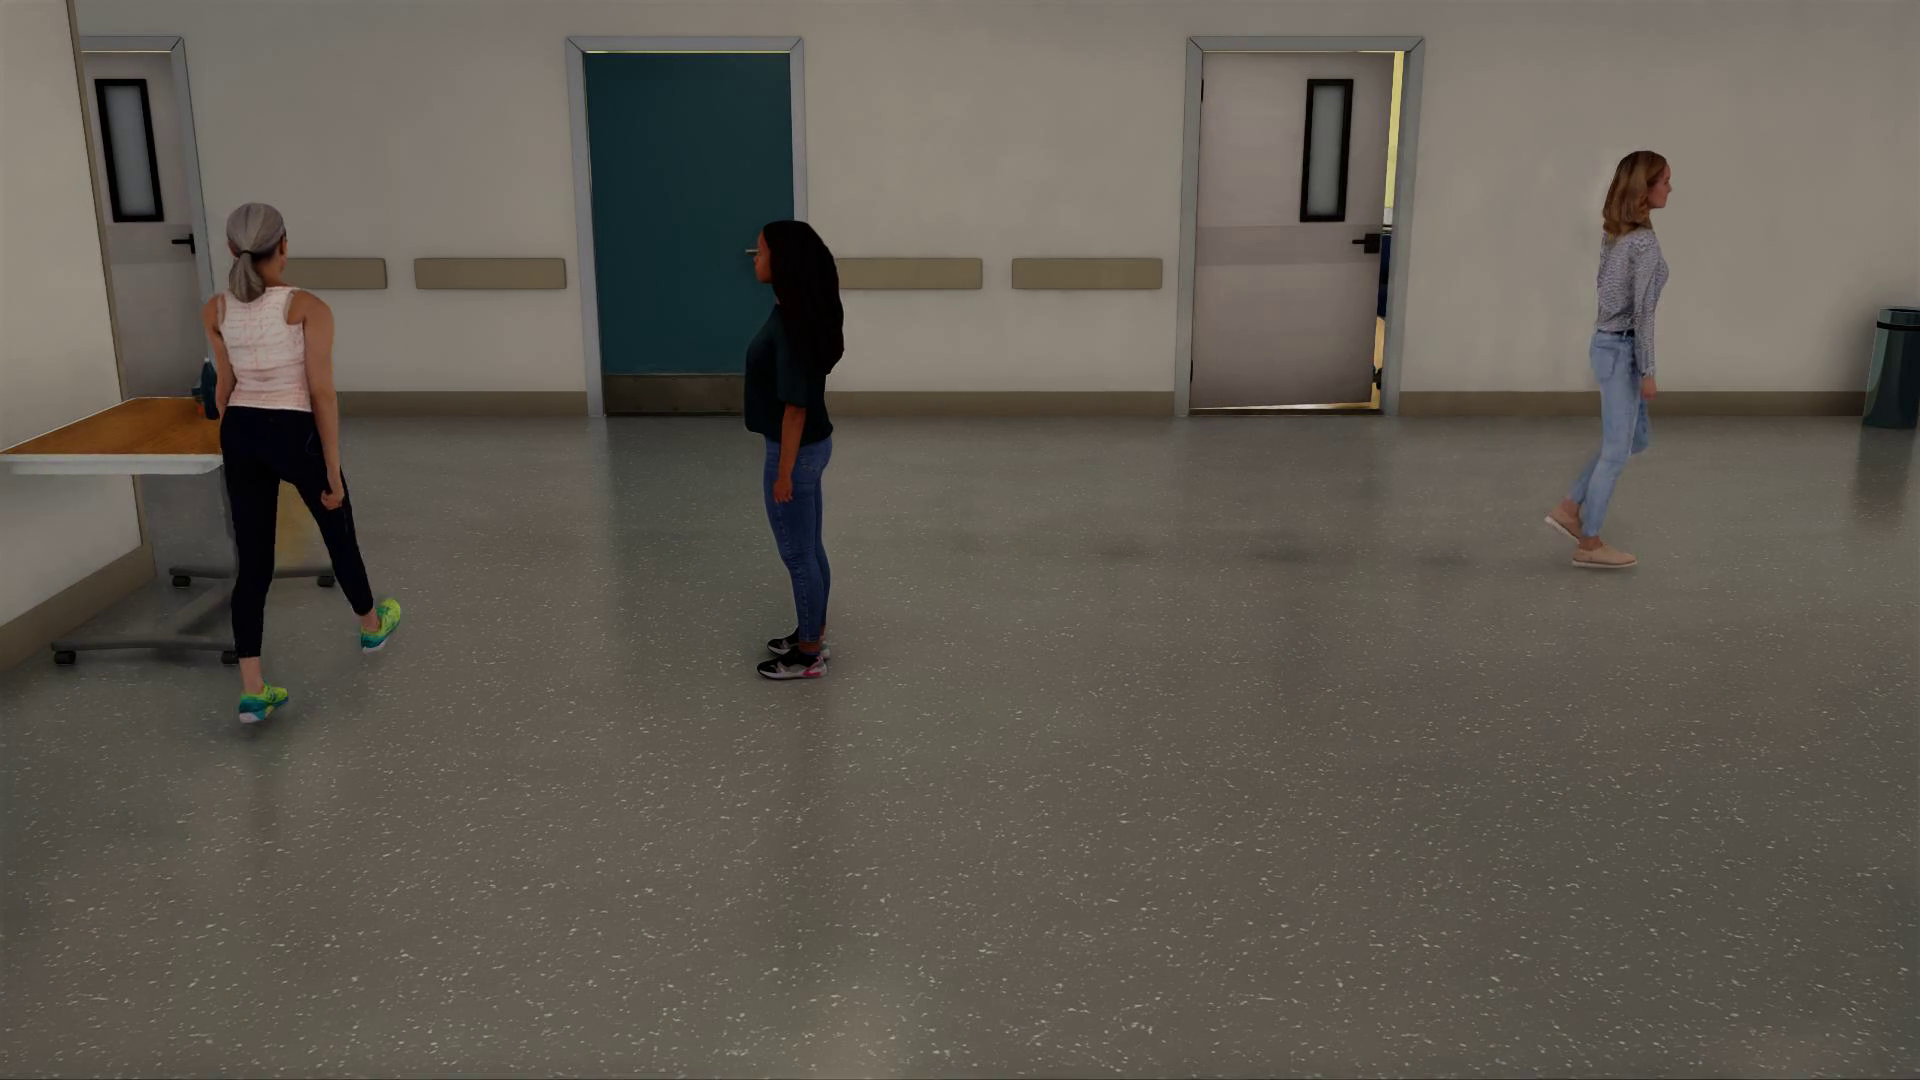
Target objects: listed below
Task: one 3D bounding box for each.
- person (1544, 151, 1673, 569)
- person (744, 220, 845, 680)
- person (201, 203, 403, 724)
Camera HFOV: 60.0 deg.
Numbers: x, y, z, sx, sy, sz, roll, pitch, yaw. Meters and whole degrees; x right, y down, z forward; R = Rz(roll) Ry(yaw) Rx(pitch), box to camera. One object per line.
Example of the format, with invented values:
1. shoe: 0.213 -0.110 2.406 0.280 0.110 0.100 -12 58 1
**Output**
1. person: 2.719 -0.739 7.078 0.683 1.786 0.639 2 16 6
2. person: -0.577 -0.316 5.891 0.601 1.617 0.606 1 16 4
3. person: -2.289 -0.215 5.474 1.112 1.649 0.721 1 16 4
